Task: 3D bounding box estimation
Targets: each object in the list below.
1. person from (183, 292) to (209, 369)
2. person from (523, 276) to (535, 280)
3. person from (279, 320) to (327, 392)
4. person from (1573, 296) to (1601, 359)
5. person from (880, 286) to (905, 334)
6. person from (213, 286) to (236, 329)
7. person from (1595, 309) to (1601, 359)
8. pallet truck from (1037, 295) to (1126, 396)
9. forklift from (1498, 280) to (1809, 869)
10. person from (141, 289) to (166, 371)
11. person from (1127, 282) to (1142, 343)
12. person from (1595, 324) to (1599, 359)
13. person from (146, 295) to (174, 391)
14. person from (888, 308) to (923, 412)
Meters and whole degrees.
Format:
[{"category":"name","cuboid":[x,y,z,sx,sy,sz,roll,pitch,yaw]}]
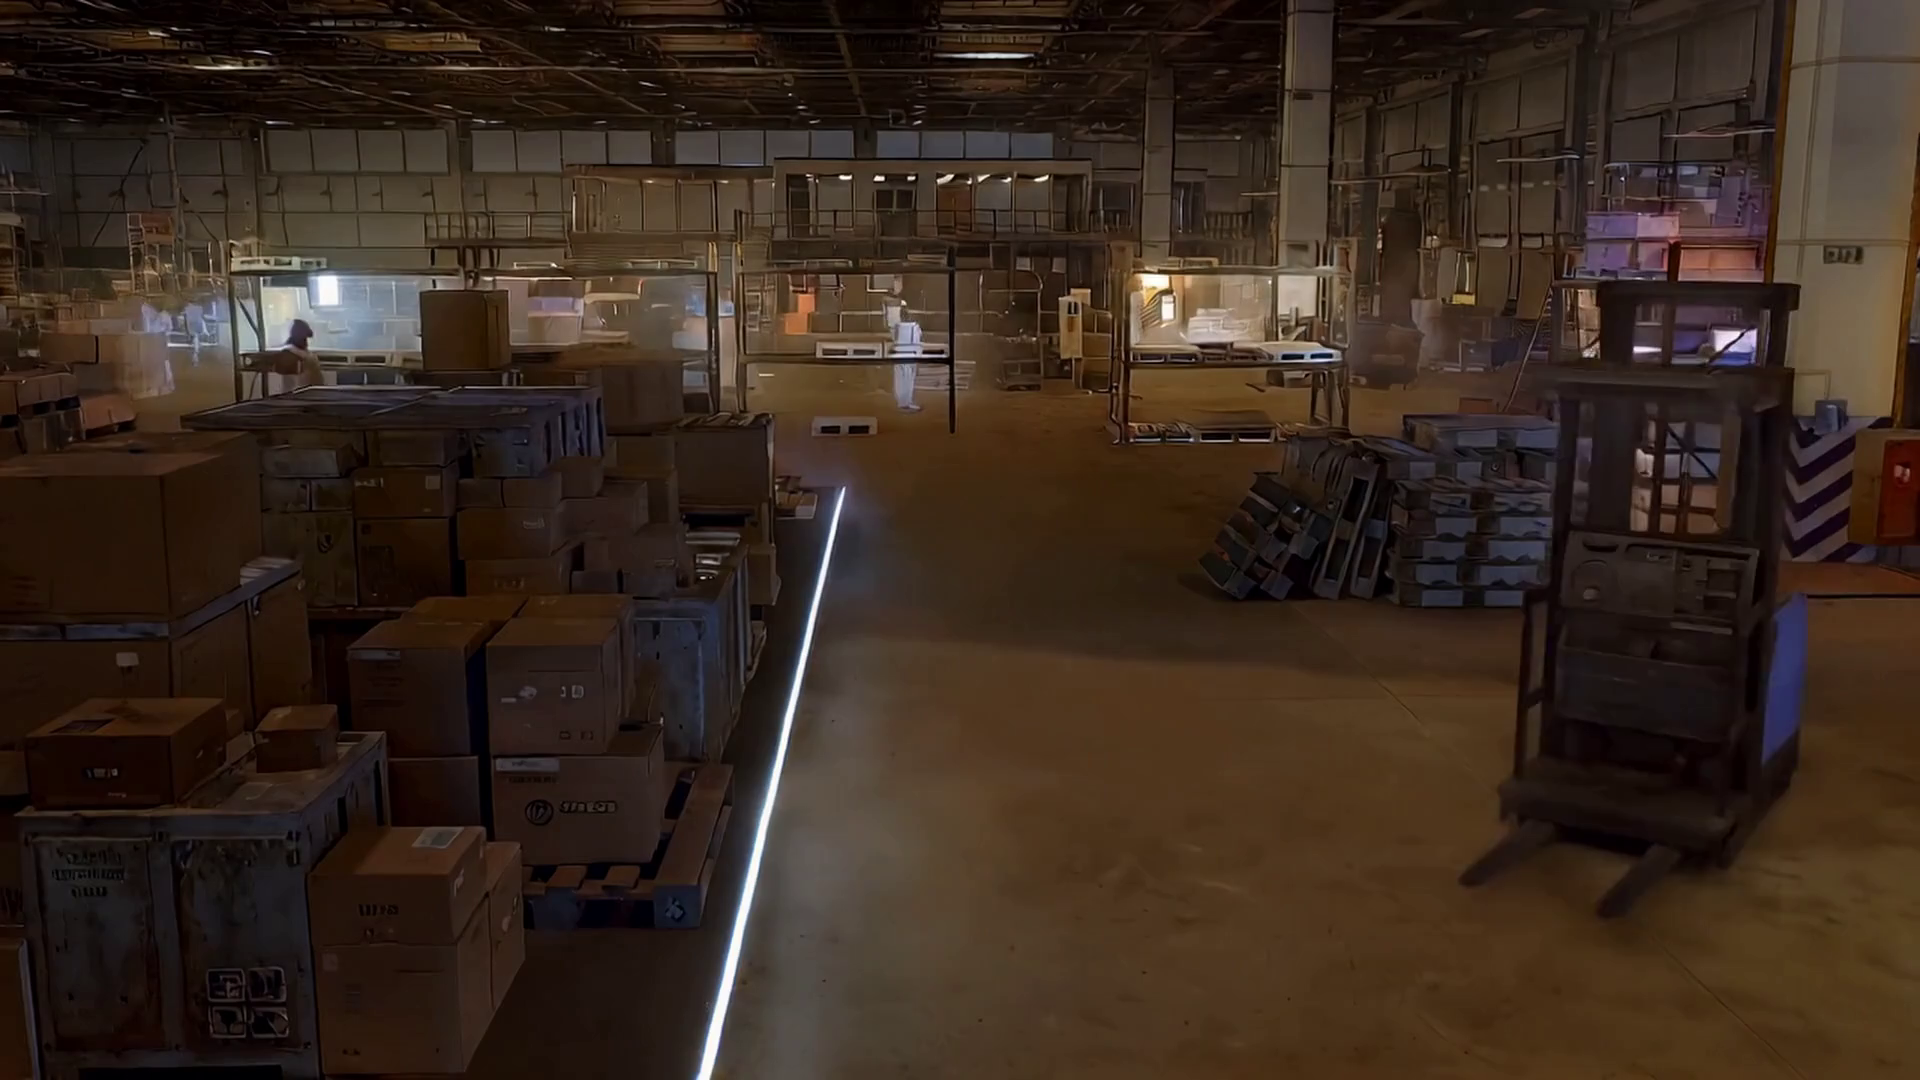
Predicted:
[{"category":"person","cuboid":[-18.321,-5.008,39.828,0.505,1.833,0.875,-1,10,-6]},{"category":"person","cuboid":[-18.512,-10.689,71.485,0.514,1.823,0.847,-2,10,-11]},{"category":"person","cuboid":[-8.834,-1.950,22.186,0.845,2.000,0.687,1,10,3]},{"category":"person","cuboid":[14.207,-4.622,37.780,0.627,1.788,0.968,7,12,33]},{"category":"person","cuboid":[-1.738,-5.509,42.364,0.645,1.905,0.828,1,10,6]},{"category":"person","cuboid":[-19.806,-5.933,44.936,0.662,1.909,0.794,2,10,10]},{"category":"person","cuboid":[16.062,-5.347,41.325,0.445,1.974,0.656,-4,11,-23]},{"category":"pallet truck","cuboid":[2.483,-3.881,33.060,1.885,1.965,0.823,-7,13,-36]},{"category":"forklift","cuboid":[3.796,0.033,8.794,1.129,2.768,1.873,8,13,36]},{"category":"person","cuboid":[-18.970,-4.939,39.181,0.448,1.925,0.545,4,11,23]},{"category":"person","cuboid":[5.177,-6.790,49.702,0.429,1.845,0.627,5,11,25]},{"category":"person","cuboid":[11.990,-3.411,30.668,0.585,1.918,0.379,-2,10,-9]},{"category":"person","cuboid":[-16.213,-3.975,33.674,0.612,1.962,0.363,6,12,32]},{"category":"person","cuboid":[-0.962,-3.237,29.895,0.663,1.855,0.635,3,11,18]}]
